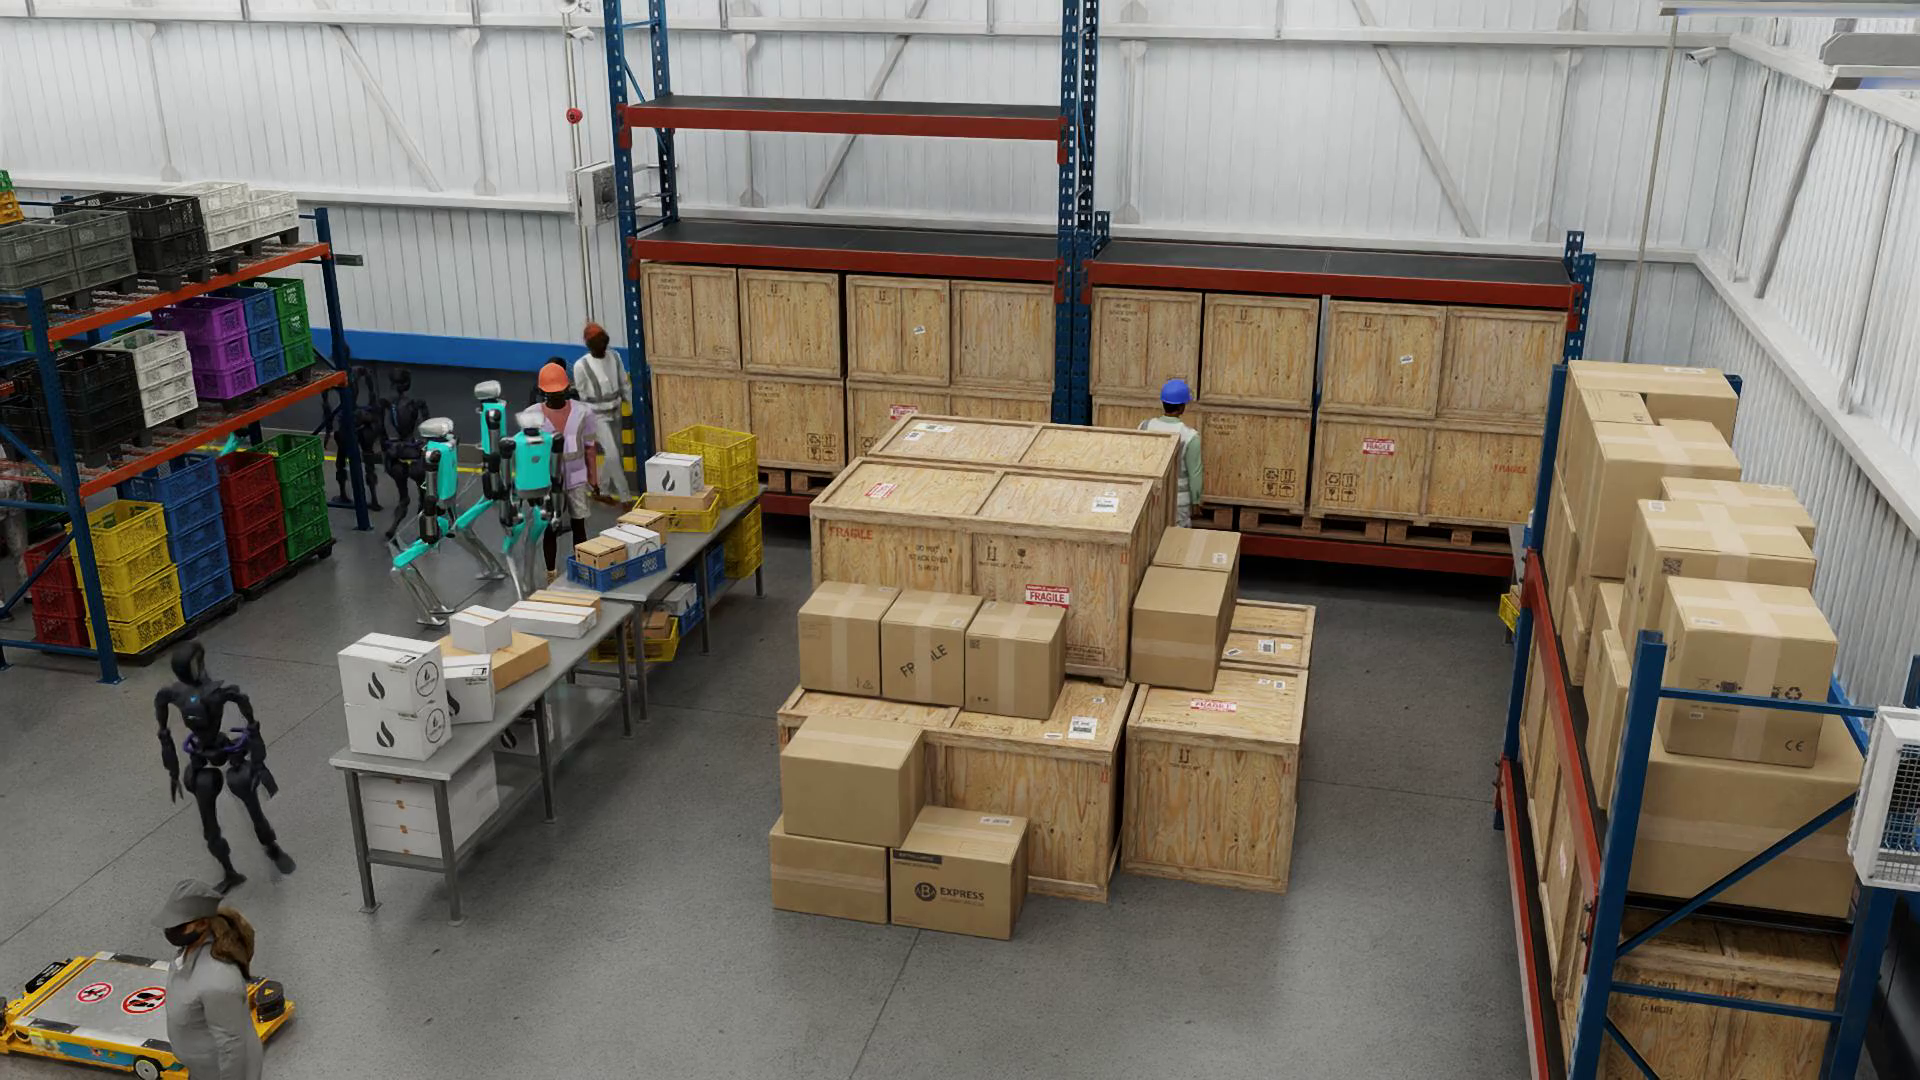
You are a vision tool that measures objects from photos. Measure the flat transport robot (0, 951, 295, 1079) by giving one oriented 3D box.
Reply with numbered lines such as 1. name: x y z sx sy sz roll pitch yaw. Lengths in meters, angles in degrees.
1. flat transport robot: -4.270 2.464 8.601 1.431 0.231 0.659 5 22 13

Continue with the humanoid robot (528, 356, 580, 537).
1. humanoid robot: -3.778 -0.878 15.396 0.611 1.633 0.470 6 22 16

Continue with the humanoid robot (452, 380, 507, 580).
1. humanoid robot: -4.147 -0.479 14.160 0.680 1.752 0.547 -6 22 -14

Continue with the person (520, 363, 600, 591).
1. person: -3.303 -0.485 13.833 0.613 2.040 0.389 -9 23 -22

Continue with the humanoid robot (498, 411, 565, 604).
1. humanoid robot: -3.607 -0.244 13.726 0.567 1.845 0.894 -13 25 -31

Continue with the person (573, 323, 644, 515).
1. person: -3.353 -1.158 15.844 0.625 1.844 0.604 11 24 27

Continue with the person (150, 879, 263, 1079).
1. person: -3.151 2.221 7.132 0.398 1.769 0.572 -14 25 -33

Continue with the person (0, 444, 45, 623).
1. person: -7.809 -0.249 13.506 0.404 1.833 0.589 13 25 31

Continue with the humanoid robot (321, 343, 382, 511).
1. humanoid robot: -5.859 -1.106 15.981 0.619 1.636 0.600 17 27 38

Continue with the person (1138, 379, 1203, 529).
1. person: 1.723 -0.371 13.665 0.604 1.948 0.384 17 27 37

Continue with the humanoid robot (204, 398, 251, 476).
1. humanoid robot: -7.084 -1.071 15.860 0.818 1.789 0.578 -12 24 -29

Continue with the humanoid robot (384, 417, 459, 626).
1. humanoid robot: -4.316 -0.155 13.252 0.736 1.691 0.530 1 21 3

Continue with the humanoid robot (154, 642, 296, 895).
1. humanoid robot: -4.287 1.297 9.682 0.615 1.635 0.487 -2 21 -5

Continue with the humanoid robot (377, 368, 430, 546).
1. humanoid robot: -5.005 -0.729 14.995 0.594 1.630 0.561 5 21 12
